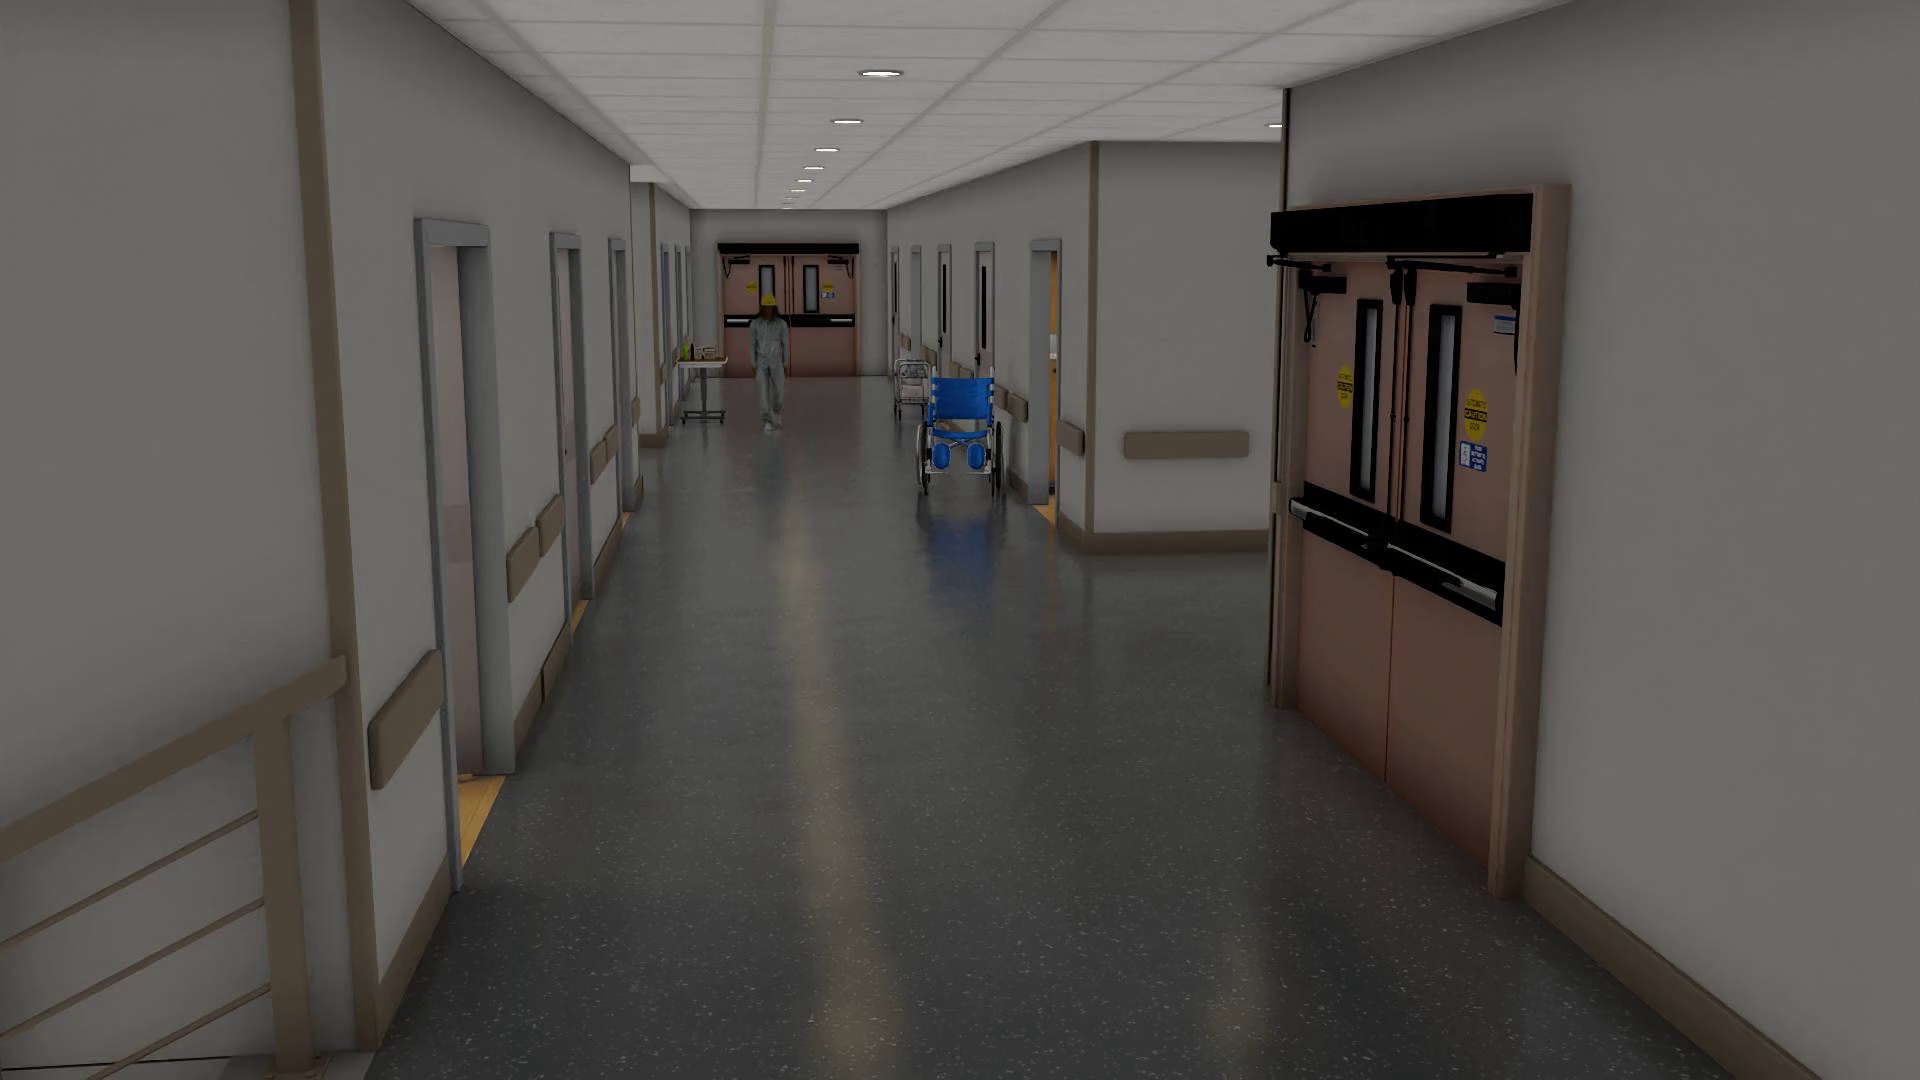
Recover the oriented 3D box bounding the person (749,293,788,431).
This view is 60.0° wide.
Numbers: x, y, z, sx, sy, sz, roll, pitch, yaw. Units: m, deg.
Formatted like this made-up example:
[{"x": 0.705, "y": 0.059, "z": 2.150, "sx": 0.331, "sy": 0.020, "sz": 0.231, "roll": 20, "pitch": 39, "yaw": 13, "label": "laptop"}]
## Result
[{"x": -2.408, "y": -2.243, "z": 20.977, "sx": 0.483, "sy": 1.733, "sz": 0.405, "roll": -1, "pitch": 10, "yaw": -8, "label": "person"}]
